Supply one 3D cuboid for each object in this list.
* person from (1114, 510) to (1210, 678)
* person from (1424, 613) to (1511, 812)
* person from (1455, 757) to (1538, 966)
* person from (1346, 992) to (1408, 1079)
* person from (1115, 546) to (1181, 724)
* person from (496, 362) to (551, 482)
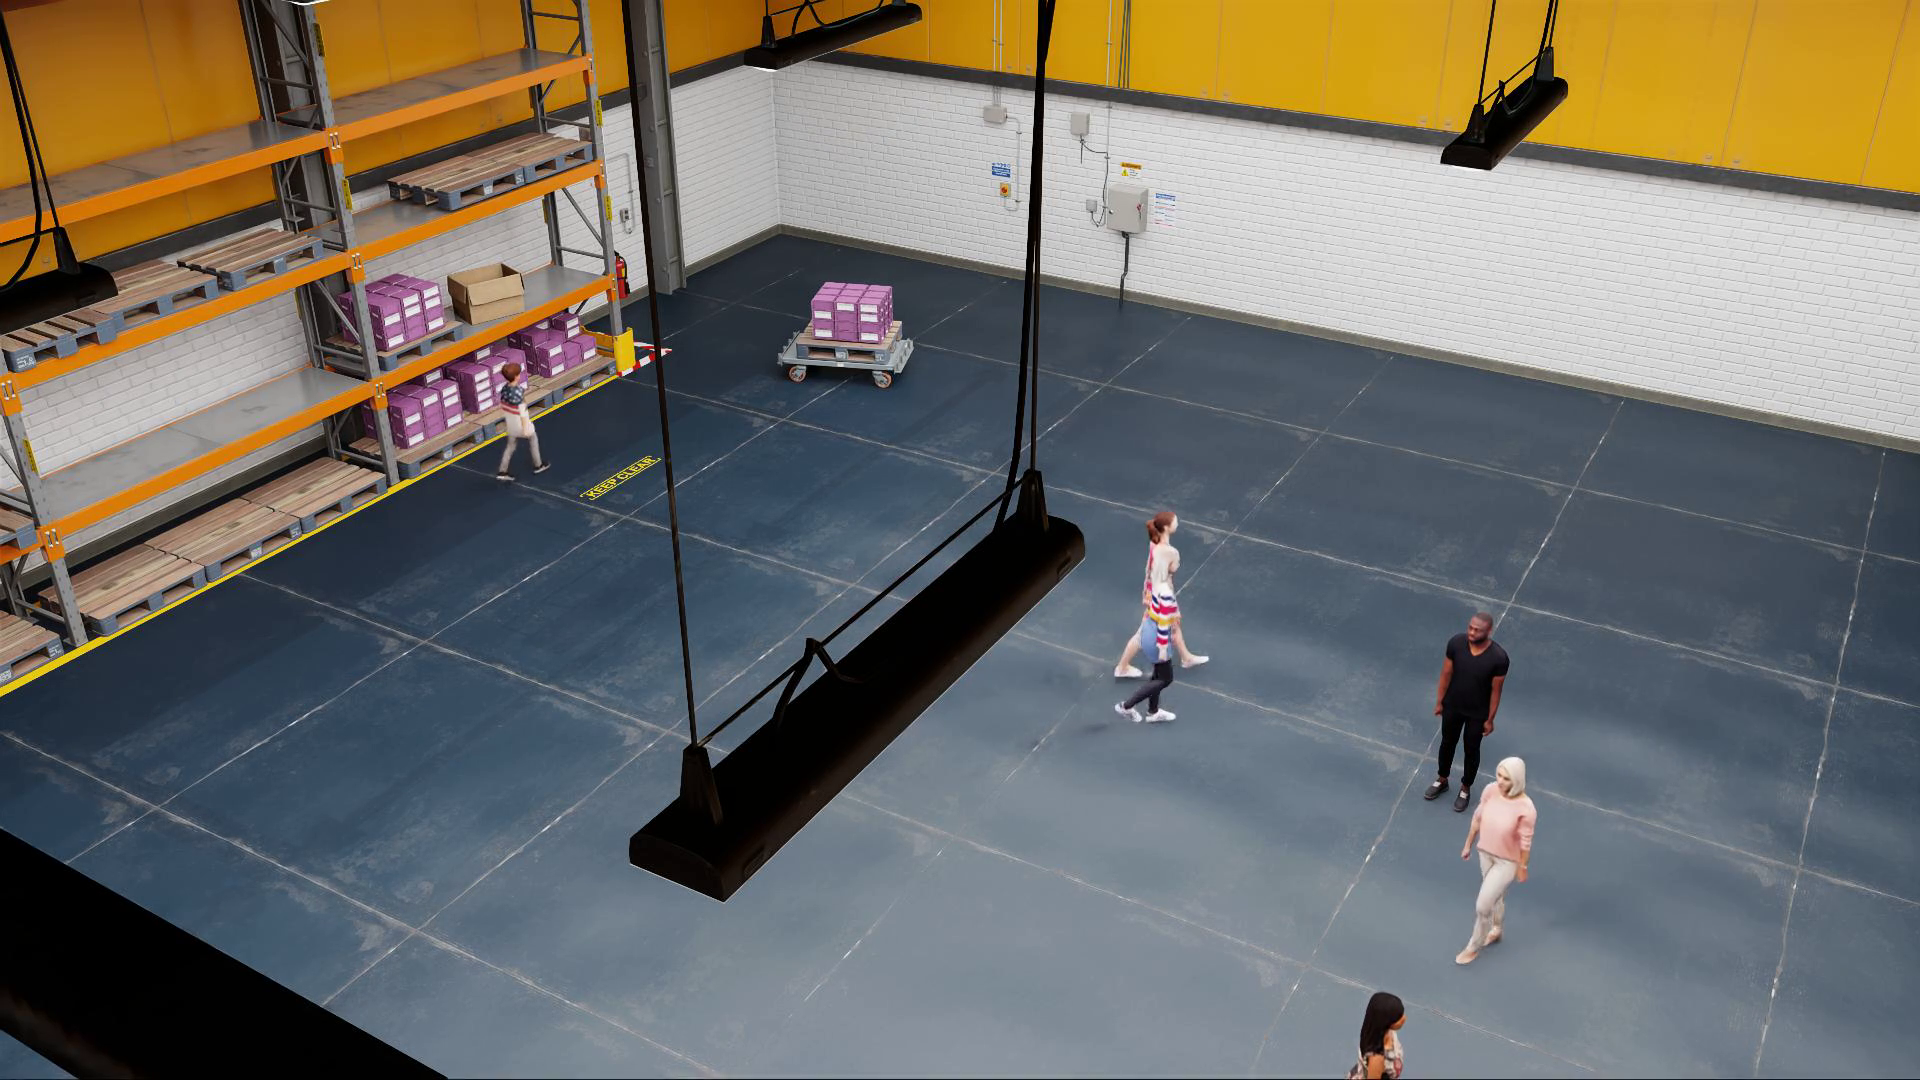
[{"bbox_3d":[1.736,0.544,15.179,1.087,1.701,1.130,-3,29,-6],"label":"person"},{"bbox_3d":[4.134,1.370,13.541,0.695,1.819,0.588,21,35,33],"label":"person"},{"bbox_3d":[3.962,2.254,12.034,0.912,1.710,0.817,-16,32,-26],"label":"person"},{"bbox_3d":[2.464,3.373,10.054,0.769,1.641,0.572,7,29,13],"label":"person"},{"bbox_3d":[1.639,0.853,14.513,0.948,1.796,0.899,-3,29,-5],"label":"person"},{"bbox_3d":[-5.074,-1.319,18.897,0.559,1.411,0.940,17,33,29],"label":"person"}]
